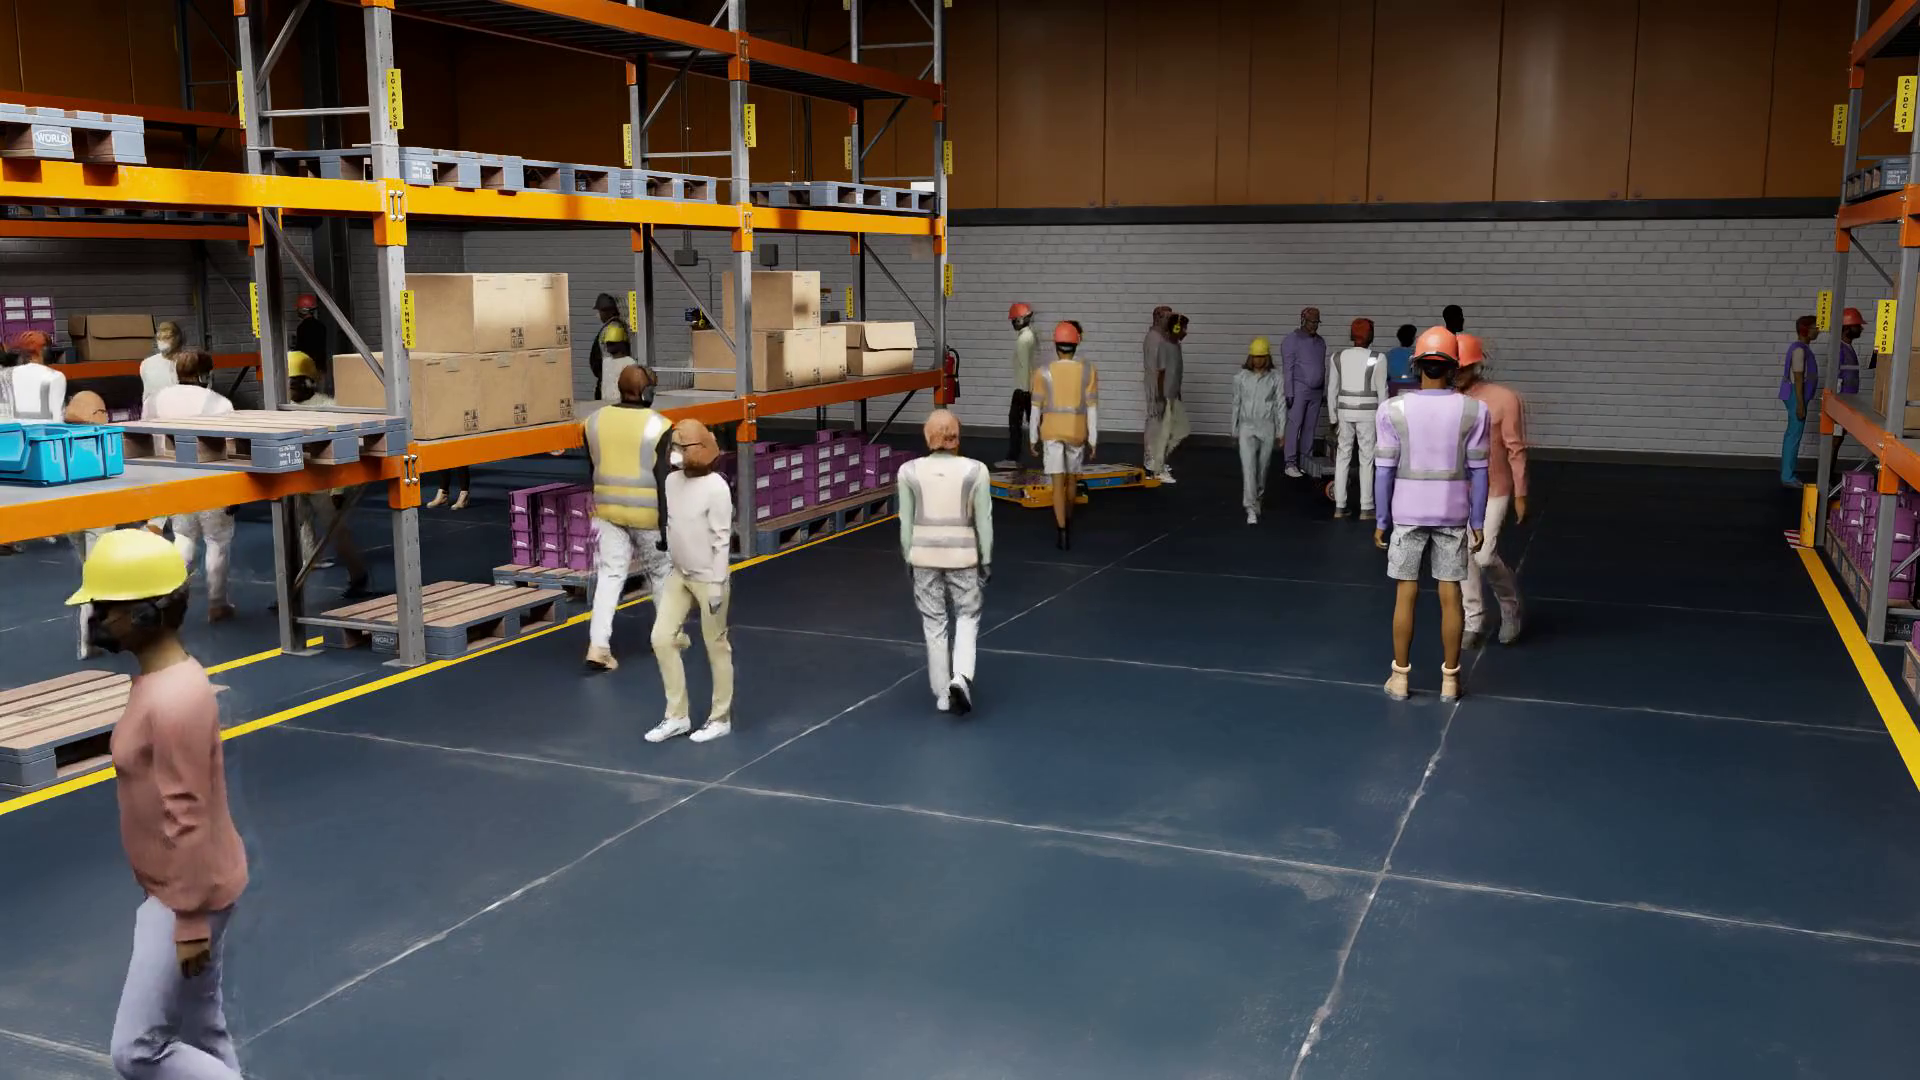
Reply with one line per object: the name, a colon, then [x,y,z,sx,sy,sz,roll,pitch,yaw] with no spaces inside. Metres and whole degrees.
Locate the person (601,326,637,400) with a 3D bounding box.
person: [-3.491,-1.315,17.106,0.552,1.764,0.398,7,12,37]

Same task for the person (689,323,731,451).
person: [-2.583,-1.294,16.823,0.534,1.805,0.839,7,11,35]

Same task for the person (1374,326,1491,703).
person: [2.547,-0.132,9.034,0.607,2.044,0.372,2,10,12]

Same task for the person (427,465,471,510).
person: [-4.980,-1.136,16.165,0.529,1.697,0.321,5,11,27]

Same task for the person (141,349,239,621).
person: [-5.036,-0.339,10.946,0.632,1.824,0.541,0,9,2]

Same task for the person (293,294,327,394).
person: [-8.567,-2.240,21.970,0.393,1.991,0.634,1,9,7]

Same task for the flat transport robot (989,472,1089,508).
flat transport robot: [0.616,-0.524,16.770,0.652,0.197,1.431,-6,11,-31]

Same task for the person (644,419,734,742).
person: [-1.356,0.217,8.173,0.523,1.613,0.556,8,13,42]

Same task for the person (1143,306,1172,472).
person: [2.314,-1.745,19.229,0.402,1.904,0.652,1,9,4]

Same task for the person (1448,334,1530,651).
person: [3.151,-0.282,10.204,0.544,1.957,0.647,-8,12,-39]

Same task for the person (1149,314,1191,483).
person: [2.318,-1.541,18.176,0.406,1.843,0.613,6,11,31]

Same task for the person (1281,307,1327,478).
person: [3.899,-1.658,18.715,0.638,1.903,0.408,-7,12,-36]

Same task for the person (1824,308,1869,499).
person: [9.021,-1.397,17.007,0.352,1.942,0.545,7,12,36]

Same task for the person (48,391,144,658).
person: [-5.290,-0.112,10.245,0.512,1.605,0.742,1,9,6]

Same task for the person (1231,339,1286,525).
person: [2.771,-1.022,15.470,0.497,1.697,0.924,1,9,6]

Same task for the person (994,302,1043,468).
person: [0.861,-1.791,19.360,0.870,1.962,0.631,3,10,19]

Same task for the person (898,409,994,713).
person: [-0.079,0.128,8.724,0.509,1.621,0.414,1,9,5]

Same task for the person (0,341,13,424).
person: [-9.429,-1.140,16.369,0.514,1.639,0.310,4,10,24]

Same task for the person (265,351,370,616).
person: [-4.480,-0.420,11.531,0.599,1.798,0.882,3,10,19]

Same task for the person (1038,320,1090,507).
person: [0.996,-1.236,16.352,0.519,1.830,0.569,7,12,37]

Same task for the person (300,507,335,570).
person: [-5.169,-0.577,12.950,0.513,1.641,0.307,5,11,27]

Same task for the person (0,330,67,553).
person: [-7.686,-0.823,13.857,0.578,1.843,0.975,1,9,8]

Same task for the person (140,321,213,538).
person: [-6.752,-0.925,14.299,0.658,1.885,1.000,0,9,2]

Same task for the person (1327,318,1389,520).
person: [3.730,-1.133,15.583,0.585,1.882,0.337,7,12,36]

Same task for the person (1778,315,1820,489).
person: [8.938,-1.471,17.741,0.389,1.846,0.566,5,10,26]

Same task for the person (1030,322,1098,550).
person: [0.872,-0.900,14.154,0.565,1.882,0.975,-1,9,-3]

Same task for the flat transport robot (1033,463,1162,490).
flat transport robot: [1.360,-0.649,17.528,1.431,0.197,0.652,-6,11,-31]

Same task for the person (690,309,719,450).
person: [-3.016,-1.799,19.704,0.323,1.862,0.510,-1,9,-8]

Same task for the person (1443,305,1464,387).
person: [5.641,-1.750,19.216,0.366,1.919,0.596,2,10,11]

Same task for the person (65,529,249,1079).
person: [-1.892,0.841,4.004,0.373,1.753,0.542,-5,11,-28]

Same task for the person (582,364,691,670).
person: [-1.942,-0.145,9.863,0.623,1.804,0.926,3,10,15]

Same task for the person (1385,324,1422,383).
person: [5.262,-1.706,19.657,0.456,1.688,0.548,-8,12,-40]

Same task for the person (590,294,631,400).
person: [-4.676,-2.268,21.983,0.993,2.000,0.698,0,9,-2]
